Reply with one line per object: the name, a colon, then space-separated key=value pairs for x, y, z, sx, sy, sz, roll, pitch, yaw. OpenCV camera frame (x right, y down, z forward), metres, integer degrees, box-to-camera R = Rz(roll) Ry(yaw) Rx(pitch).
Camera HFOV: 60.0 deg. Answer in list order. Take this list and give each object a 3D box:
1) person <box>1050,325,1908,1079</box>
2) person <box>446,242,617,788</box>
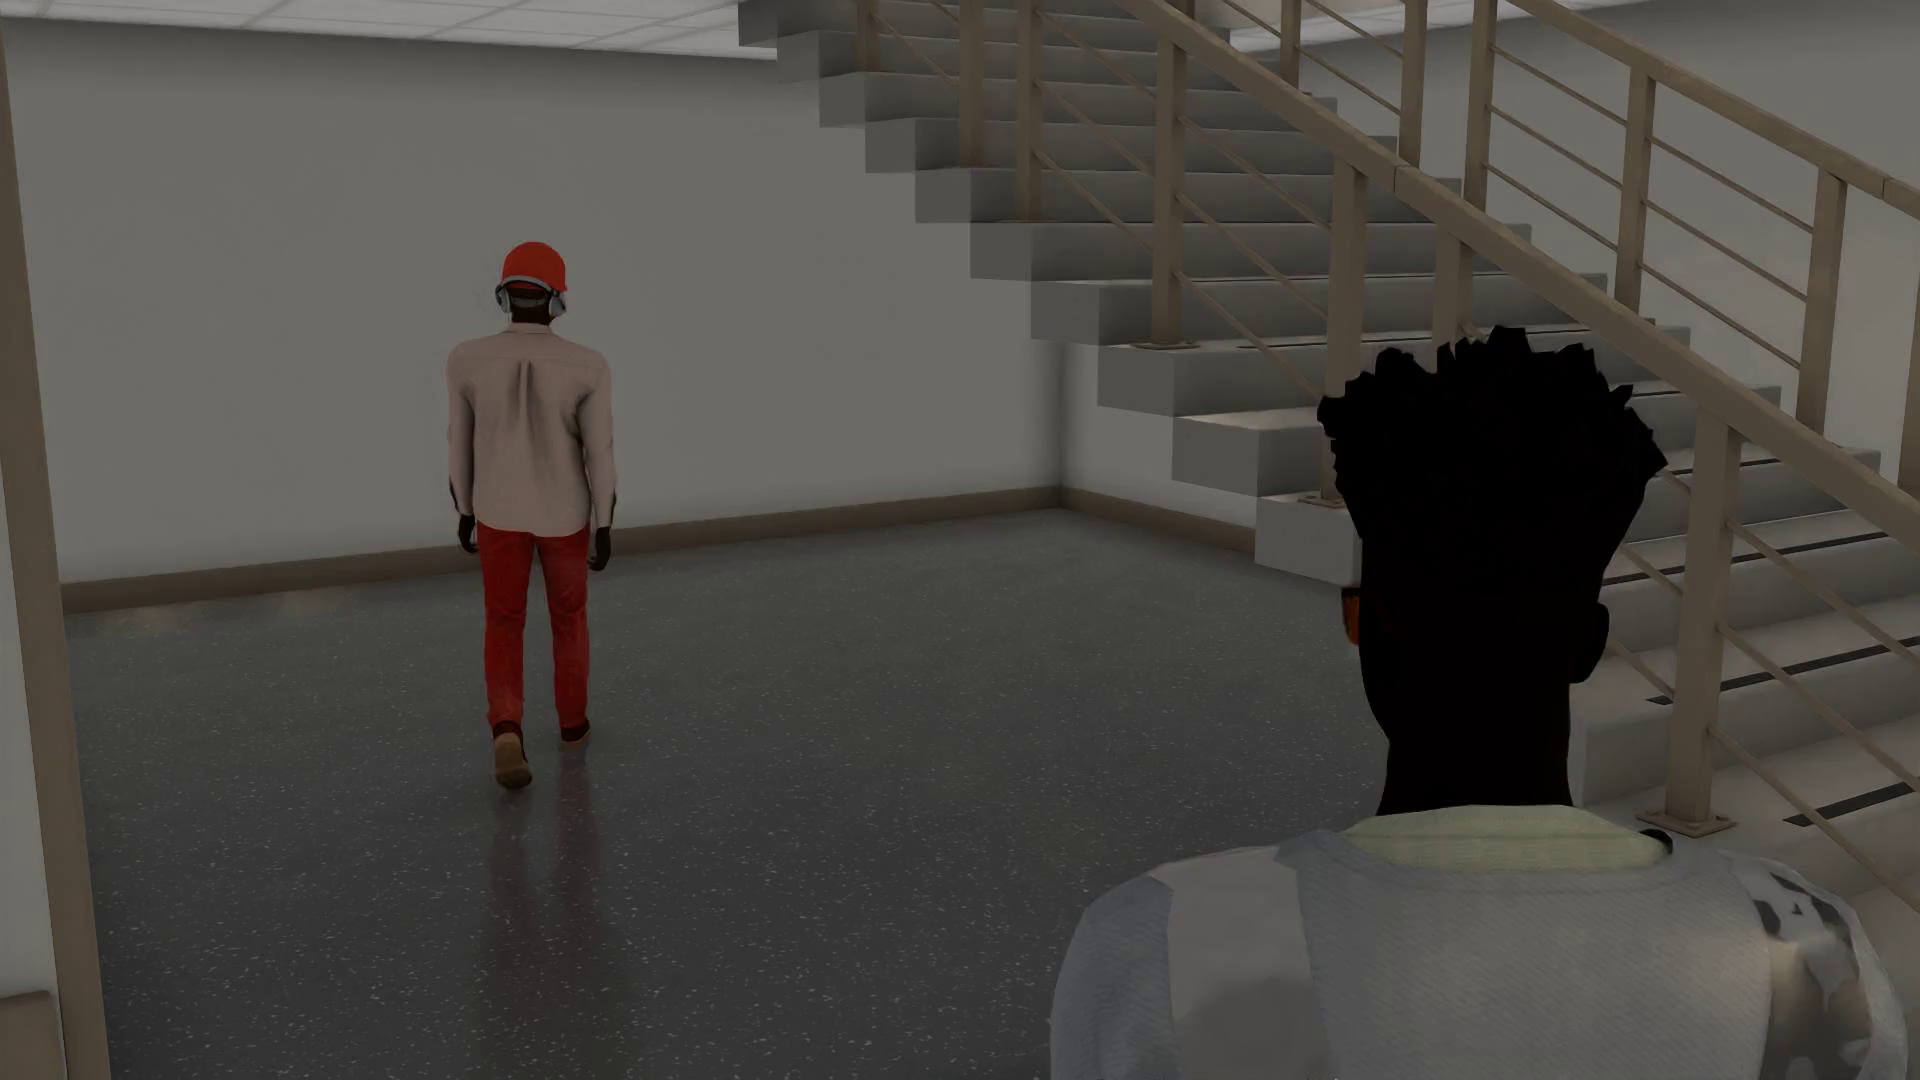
person: x=0.347 y=0.821 z=1.272 sx=0.614 sy=1.952 sz=0.388 roll=-2 pitch=11 yaw=-8
person: x=-1.567 y=-0.101 z=6.091 sx=0.616 sy=1.963 sz=0.888 roll=-2 pitch=11 yaw=-9
